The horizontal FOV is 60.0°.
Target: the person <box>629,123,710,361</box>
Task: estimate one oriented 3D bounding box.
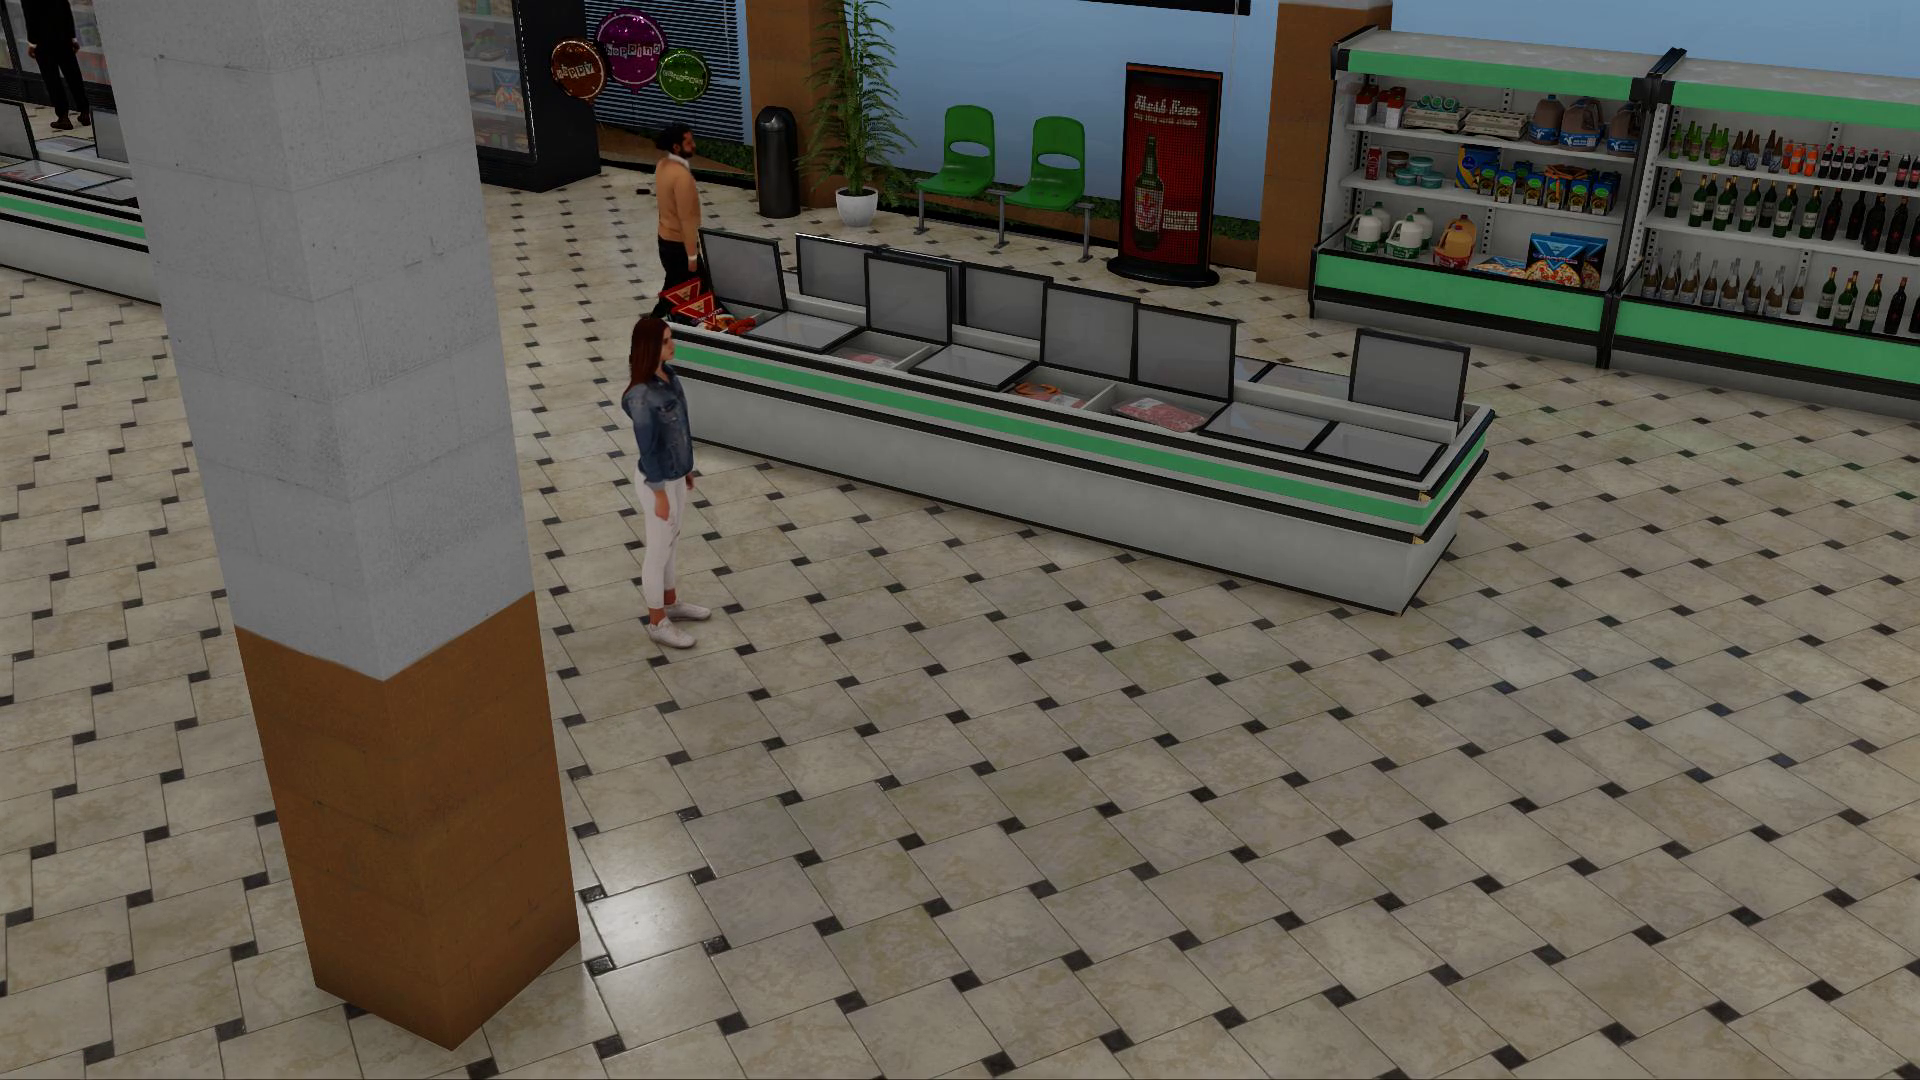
[{"bbox_3d":[-2.031,-2.017,11.648,1.161,1.709,1.202,-13,30,-24],"label":"person"}]

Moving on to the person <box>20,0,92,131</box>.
[{"bbox_3d":[-10.014,-5.520,18.341,0.654,1.904,0.729,20,33,34],"label":"person"}]

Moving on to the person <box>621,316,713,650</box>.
[{"bbox_3d":[-1.493,-0.298,8.265,0.647,1.703,0.681,4,27,7],"label":"person"}]
